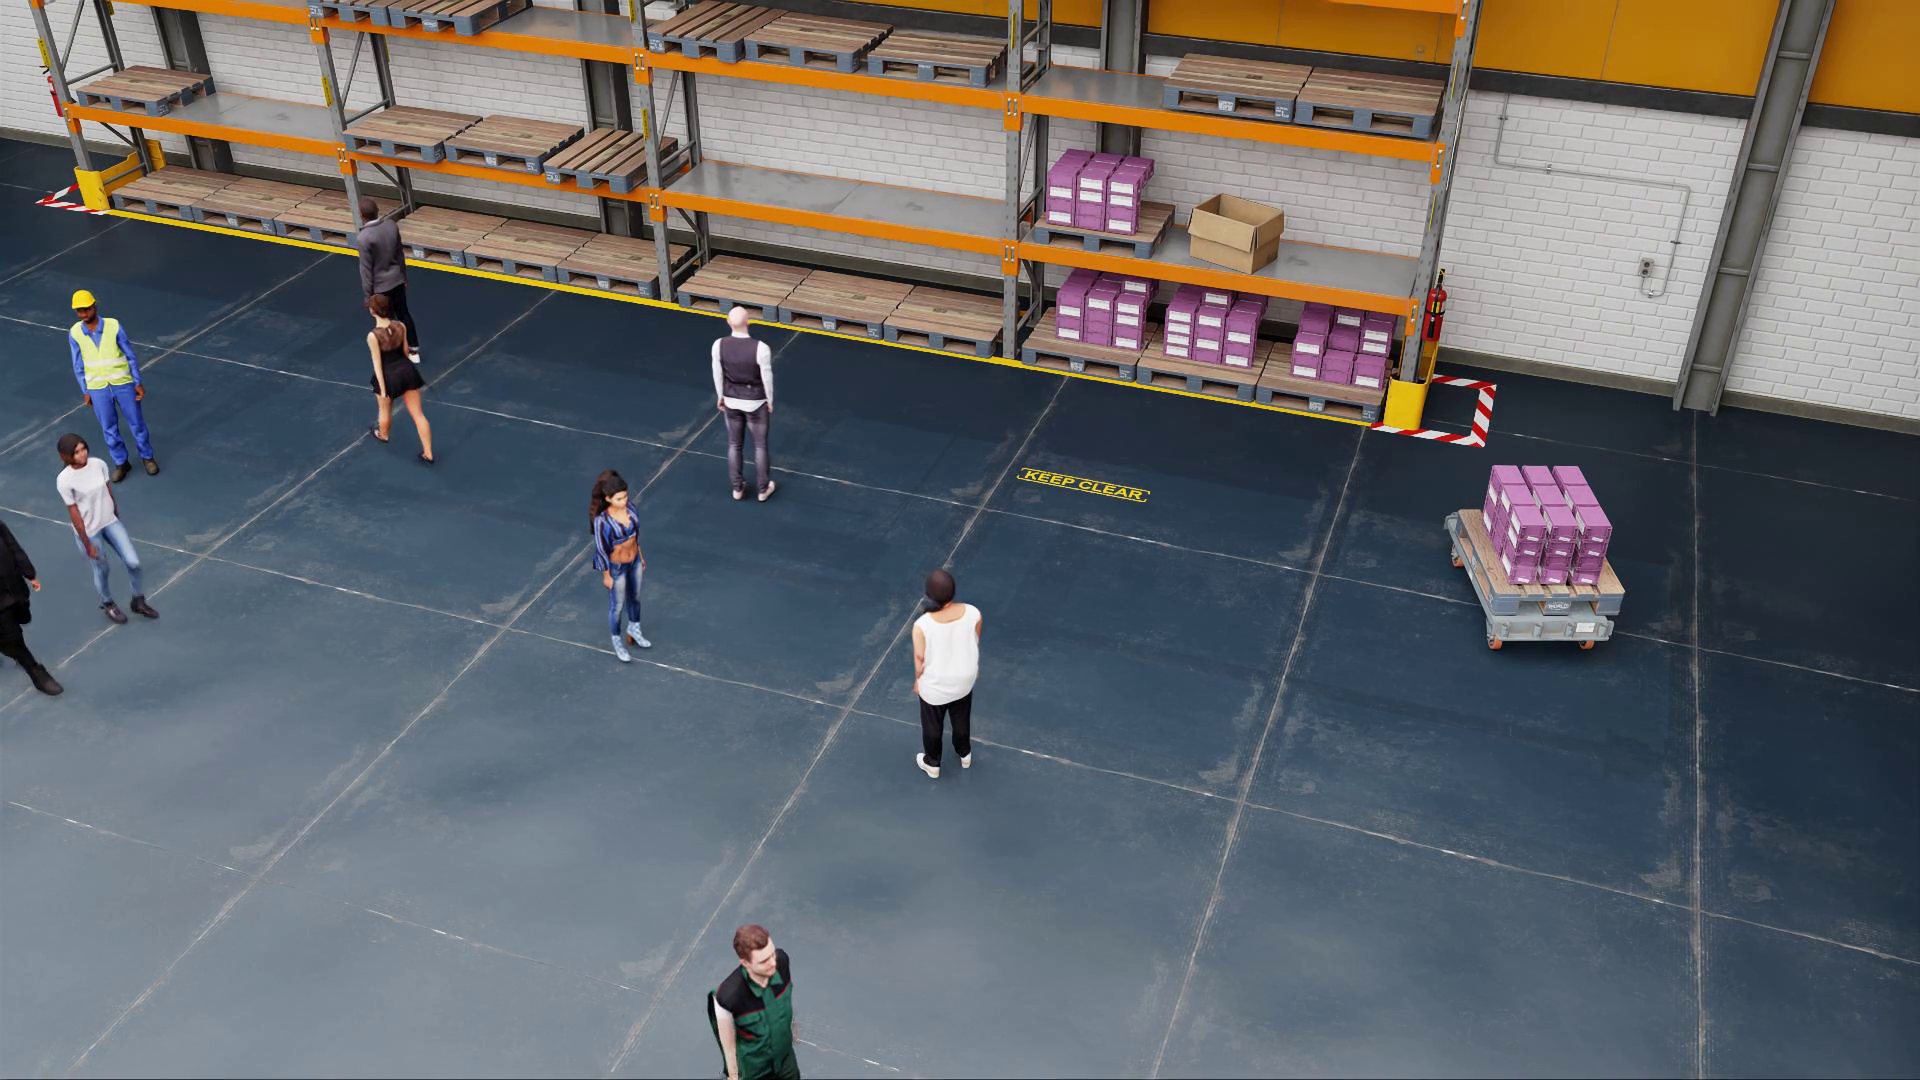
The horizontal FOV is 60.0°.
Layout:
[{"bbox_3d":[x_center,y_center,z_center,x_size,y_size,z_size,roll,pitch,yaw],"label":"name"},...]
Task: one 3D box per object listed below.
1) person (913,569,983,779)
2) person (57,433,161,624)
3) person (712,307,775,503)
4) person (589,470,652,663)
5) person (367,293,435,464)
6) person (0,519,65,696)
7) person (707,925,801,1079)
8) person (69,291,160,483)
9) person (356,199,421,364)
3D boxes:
[{"bbox_3d":[-0.112,0.913,11.536,0.752,1.691,0.818,-13,36,-19],"label":"person"},{"bbox_3d":[-6.808,-0.089,13.032,0.744,1.704,0.667,19,38,26],"label":"person"},{"bbox_3d":[-1.885,-1.183,14.574,0.591,1.819,0.786,5,34,7],"label":"person"},{"bbox_3d":[-2.580,0.189,12.688,0.643,1.622,0.675,22,40,30],"label":"person"},{"bbox_3d":[-5.065,-1.424,15.103,1.144,1.635,0.847,25,41,33],"label":"person"},{"bbox_3d":[-7.176,0.344,12.343,1.117,1.746,0.715,12,36,18],"label":"person"},{"bbox_3d":[-1.073,2.703,8.711,0.755,1.837,0.754,25,41,33],"label":"person"},{"bbox_3d":[-7.603,-1.400,14.907,0.738,1.813,0.814,-12,36,-18],"label":"person"},{"bbox_3d":[-5.722,-2.547,16.630,0.666,1.815,0.767,19,38,26],"label":"person"}]
